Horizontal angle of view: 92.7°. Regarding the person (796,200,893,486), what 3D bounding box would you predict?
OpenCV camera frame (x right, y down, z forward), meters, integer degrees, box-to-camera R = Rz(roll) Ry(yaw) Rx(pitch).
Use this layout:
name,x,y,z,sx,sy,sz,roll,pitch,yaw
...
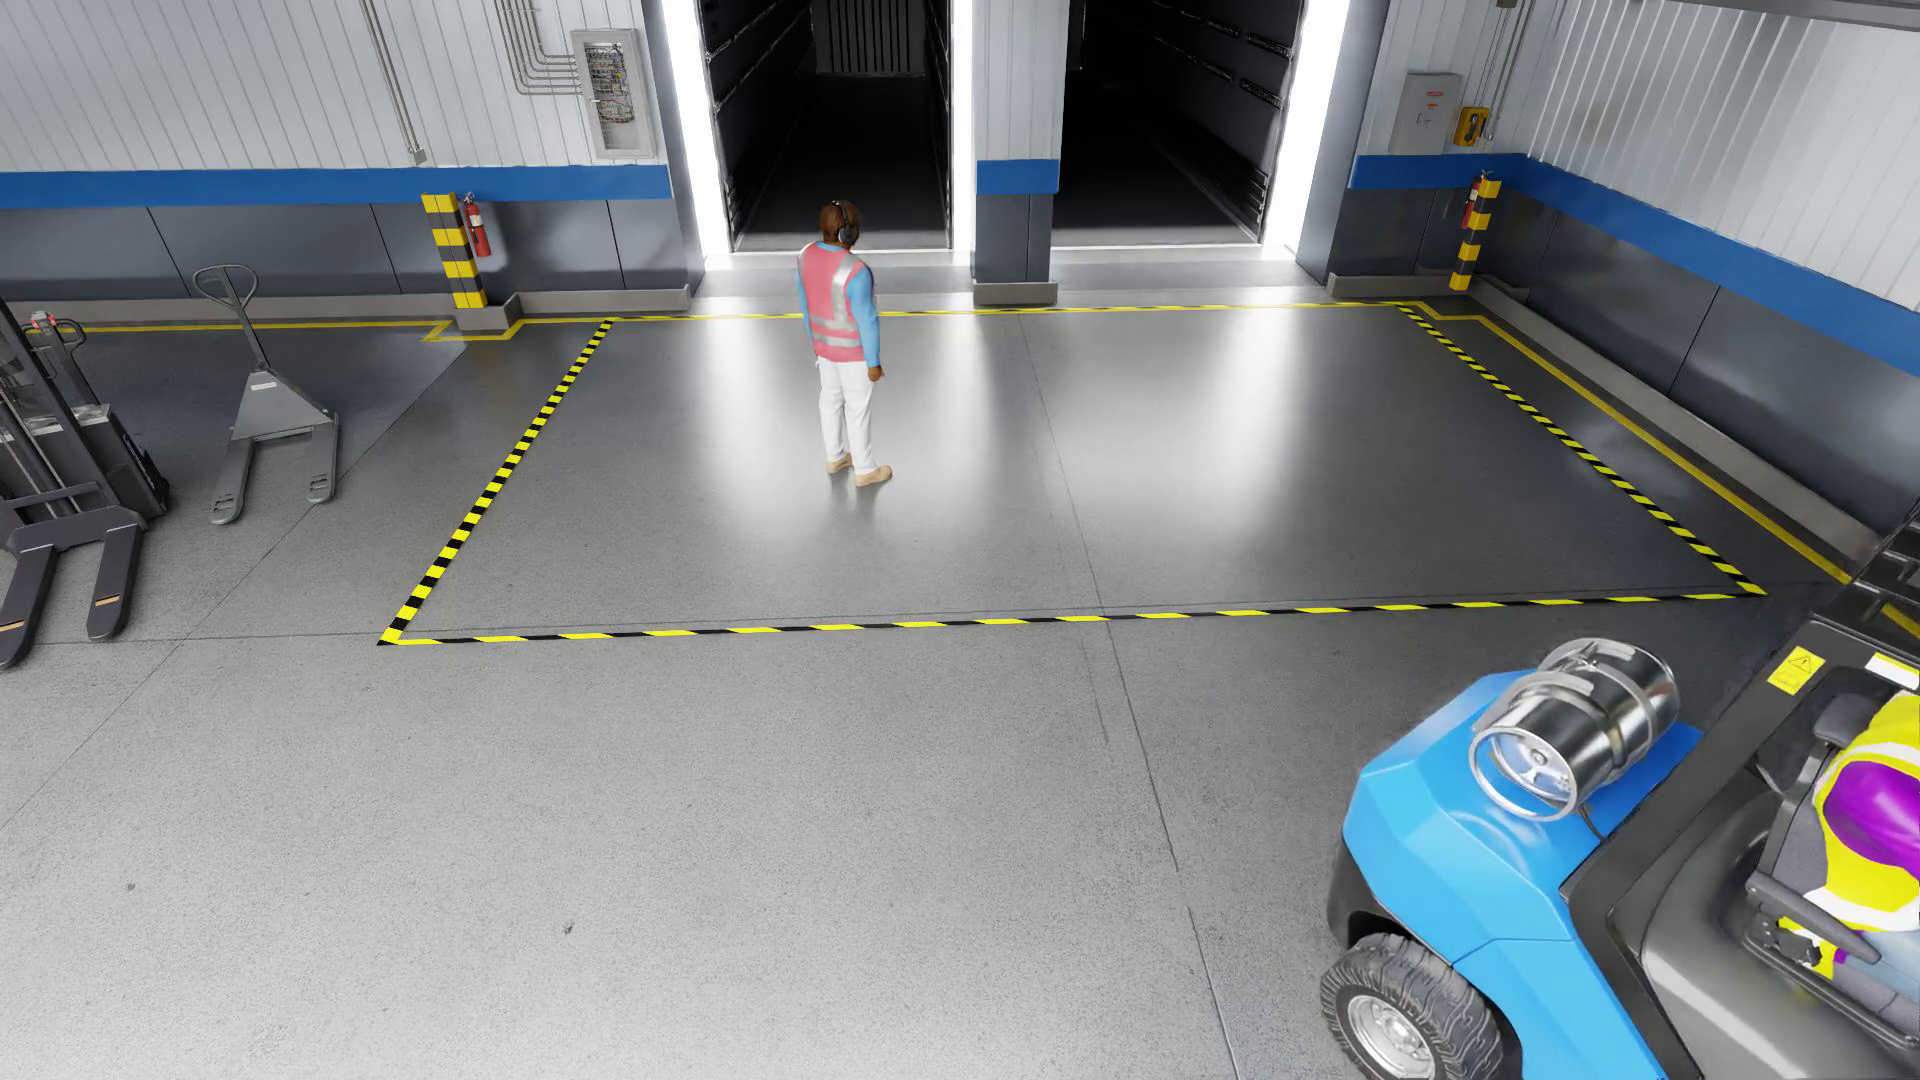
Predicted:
name,x,y,z,sx,sy,sz,roll,pitch,yaw
person,-0.724,-1.228,5.889,0.631,1.841,0.429,28,44,34

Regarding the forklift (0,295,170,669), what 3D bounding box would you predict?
name,x,y,z,sx,sy,sz,roll,pitch,yaw
forklift,-5.212,-0.618,4.878,0.823,1.965,1.885,-20,39,-26

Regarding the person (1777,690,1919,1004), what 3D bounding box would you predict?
name,x,y,z,sx,sy,sz,roll,pitch,yaw
person,2.450,0.919,2.031,0.635,1.294,1.004,-22,41,-29

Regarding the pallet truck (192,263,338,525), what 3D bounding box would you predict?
name,x,y,z,sx,sy,sz,roll,pitch,yaw
pallet truck,-4.778,-1.027,6.128,0.680,1.201,1.601,-17,38,-23

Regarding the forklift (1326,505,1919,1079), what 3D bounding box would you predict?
name,x,y,z,sx,sy,sz,roll,pitch,yaw
forklift,2.421,1.043,2.181,1.157,2.036,2.680,-22,41,-29
